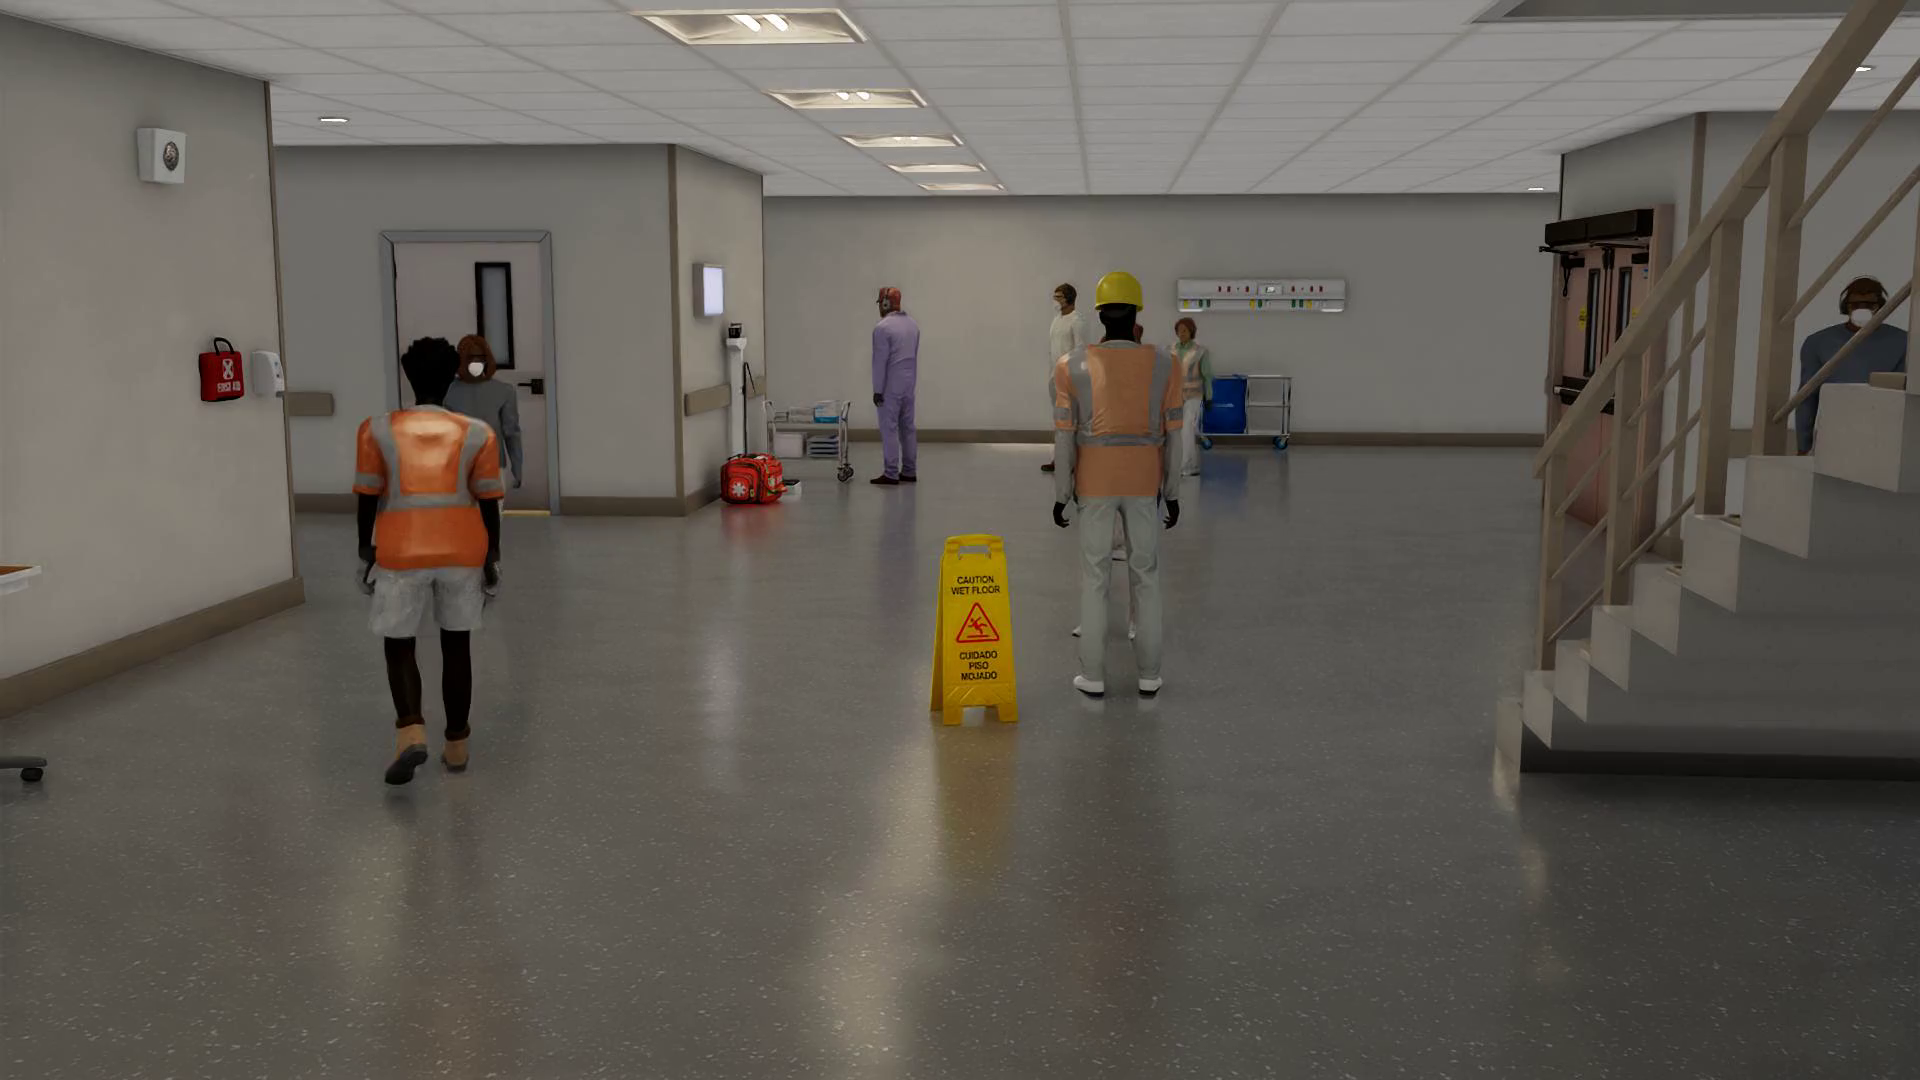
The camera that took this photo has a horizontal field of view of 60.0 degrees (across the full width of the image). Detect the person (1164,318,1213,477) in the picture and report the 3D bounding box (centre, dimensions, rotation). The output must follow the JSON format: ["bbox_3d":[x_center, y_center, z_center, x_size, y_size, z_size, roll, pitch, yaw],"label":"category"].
[{"bbox_3d":[2.181,-1.383,16.386,0.522,1.589,0.873,7,11,38],"label":"person"}]

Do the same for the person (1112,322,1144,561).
[{"bbox_3d":[1.109,-0.680,11.455,0.311,1.636,0.521,1,8,4],"label":"person"}]

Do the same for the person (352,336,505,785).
[{"bbox_3d":[-1.960,0.079,6.195,0.554,1.665,0.586,-3,9,-22],"label":"person"}]

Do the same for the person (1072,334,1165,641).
[{"bbox_3d":[0.836,-0.290,8.784,0.512,1.642,0.311,4,9,23],"label":"person"}]

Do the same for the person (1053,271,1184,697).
[{"bbox_3d":[0.710,-0.249,7.550,0.593,1.923,0.382,-1,8,-3],"label":"person"}]

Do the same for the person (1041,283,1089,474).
[{"bbox_3d":[1.083,-1.640,16.964,0.372,1.940,0.630,-4,9,-25],"label":"person"}]

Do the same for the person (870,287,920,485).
[{"bbox_3d":[-0.653,-1.483,16.047,0.398,1.901,0.650,6,10,34],"label":"person"}]

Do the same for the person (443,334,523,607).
[{"bbox_3d":[-2.894,-0.443,9.987,0.503,1.599,0.800,-3,9,-22],"label":"person"}]

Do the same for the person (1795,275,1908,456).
[{"bbox_3d":[5.141,-0.546,9.572,0.630,1.930,0.386,5,10,31],"label":"person"}]
